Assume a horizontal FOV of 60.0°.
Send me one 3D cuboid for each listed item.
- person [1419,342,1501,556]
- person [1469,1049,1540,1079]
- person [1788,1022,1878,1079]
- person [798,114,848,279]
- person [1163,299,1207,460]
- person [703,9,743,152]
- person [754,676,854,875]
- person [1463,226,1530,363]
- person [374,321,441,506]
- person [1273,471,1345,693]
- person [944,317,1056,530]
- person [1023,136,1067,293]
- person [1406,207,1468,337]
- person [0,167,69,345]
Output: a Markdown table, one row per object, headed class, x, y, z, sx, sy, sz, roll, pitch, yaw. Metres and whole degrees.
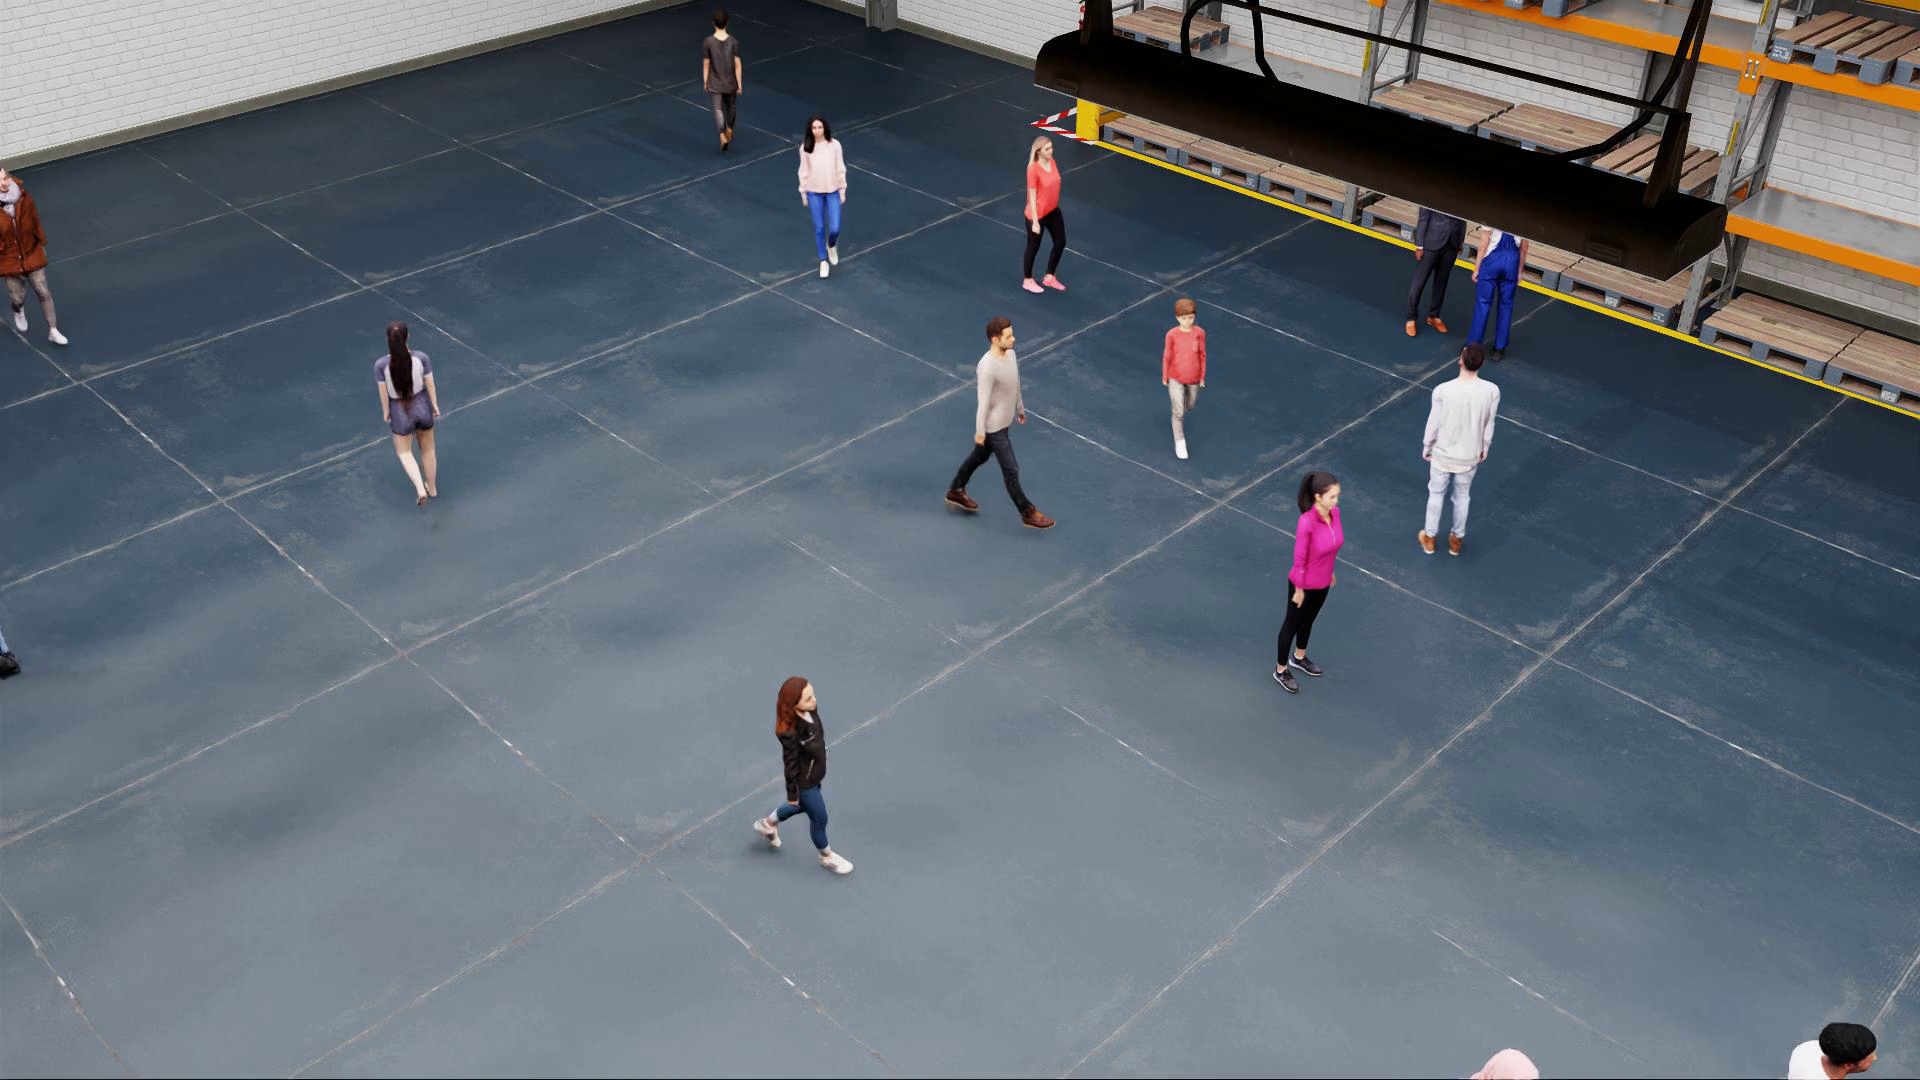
| class | x | y | z | sx | sy | sz | roll | pitch | yaw |
| --- | --- | --- | --- | --- | --- | --- | --- | --- | --- |
| person | 3.876 | -0.707 | 12.958 | 0.744 | 1.842 | 0.825 | 3 | 34 | 4 |
| person | 2.286 | 2.903 | 7.574 | 0.816 | 1.788 | 0.672 | 24 | 41 | 32 |
| person | 3.807 | 2.839 | 7.748 | 1.160 | 1.702 | 1.007 | 6 | 34 | 9 |
| person | -1.430 | -3.649 | 17.459 | 0.823 | 1.759 | 0.878 | -3 | 34 | -4 |
| person | 1.945 | -1.461 | 14.491 | 0.847 | 1.400 | 0.961 | -4 | 34 | -6 |
| person | -2.933 | -5.655 | 20.538 | 0.980 | 1.692 | 1.127 | -6 | 34 | -9 |
| person | -1.000 | 1.407 | 10.118 | 0.985 | 1.463 | 0.845 | 8 | 34 | 12 |
| person | 5.110 | -2.579 | 15.768 | 0.705 | 1.849 | 0.784 | 3 | 34 | 5 |
| person | -4.465 | -0.988 | 13.568 | 0.727 | 1.634 | 0.831 | -15 | 36 | -21 |
| person | 2.440 | 0.266 | 11.622 | 0.585 | 1.700 | 0.564 | -27 | 42 | -34 |
| person | 0.209 | -0.943 | 13.332 | 1.311 | 1.820 | 1.003 | 13 | 36 | 18 |
| person | 0.764 | -3.344 | 17.073 | 0.696 | 1.677 | 0.647 | 25 | 41 | 33 |
| person | 4.692 | -2.905 | 16.280 | 0.786 | 1.824 | 0.789 | -8 | 34 | -11 |
| person | -9.116 | -2.755 | 16.053 | 0.867 | 1.825 | 0.692 | 28 | 43 | 35 |
